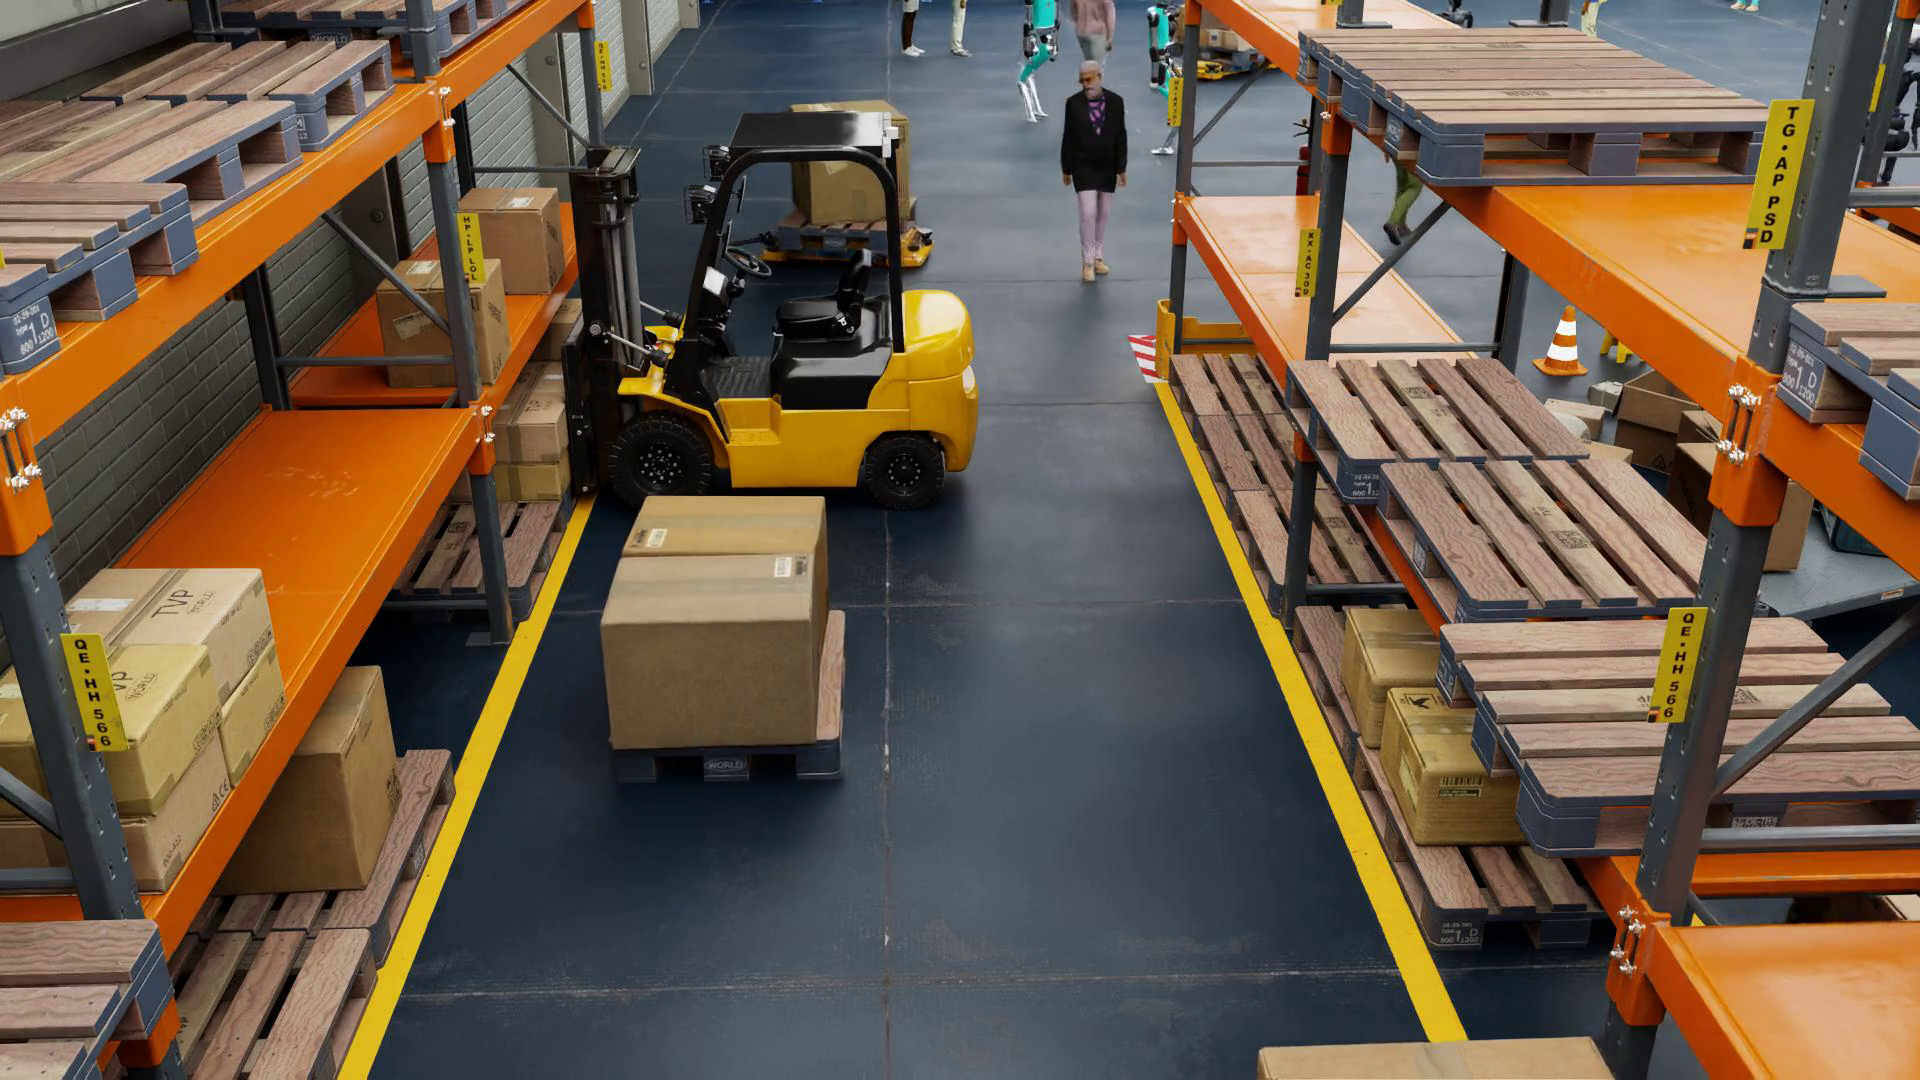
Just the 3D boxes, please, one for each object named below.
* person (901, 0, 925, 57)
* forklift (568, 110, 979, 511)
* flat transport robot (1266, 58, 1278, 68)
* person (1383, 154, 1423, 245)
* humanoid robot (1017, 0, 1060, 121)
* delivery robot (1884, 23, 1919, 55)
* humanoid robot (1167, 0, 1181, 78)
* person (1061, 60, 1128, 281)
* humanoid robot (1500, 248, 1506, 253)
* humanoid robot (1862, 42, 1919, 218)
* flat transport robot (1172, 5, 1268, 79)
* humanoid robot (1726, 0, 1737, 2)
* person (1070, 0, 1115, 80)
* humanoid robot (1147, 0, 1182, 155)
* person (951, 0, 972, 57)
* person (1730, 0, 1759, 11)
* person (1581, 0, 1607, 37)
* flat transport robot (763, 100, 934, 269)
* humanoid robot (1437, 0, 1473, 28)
[{"bbox_3d":[-0.738,-8.196,24.752,0.362,1.897,0.555,7,26,14],"label":"person"},{"bbox_3d":[-1.043,-1.379,9.976,2.313,2.155,1.214,-1,25,-2],"label":"forklift"},{"bbox_3d":[4.829,-7.102,24.343,1.431,0.231,0.659,-16,30,-30],"label":"flat transport robot"},{"bbox_3d":[4.052,-3.529,15.119,0.733,1.684,0.465,-23,34,-39],"label":"person"},{"bbox_3d":[0.872,-5.989,20.309,0.544,1.837,0.671,-17,30,-32],"label":"humanoid robot"},{"bbox_3d":[14.116,-7.565,24.960,0.747,0.570,0.499,-15,29,-29],"label":"delivery robot"},{"bbox_3d":[2.845,-7.117,22.731,0.404,1.637,0.584,12,28,24],"label":"humanoid robot"},{"bbox_3d":[1.163,-3.099,14.050,0.522,1.822,0.650,-6,26,-13],"label":"person"},{"bbox_3d":[5.375,-3.252,14.537,1.024,1.780,0.556,14,29,27],"label":"humanoid robot"},{"bbox_3d":[8.926,-3.951,16.017,0.390,1.641,0.601,-19,31,-35],"label":"humanoid robot"},{"bbox_3d":[3.749,-6.742,23.581,0.659,0.231,1.431,22,33,39],"label":"flat transport robot"},{"bbox_3d":[14.326,-10.583,30.069,0.546,1.646,0.597,17,30,32],"label":"humanoid robot"},{"bbox_3d":[1.615,-6.277,20.694,0.666,1.886,0.582,20,32,35],"label":"person"},{"bbox_3d":[2.383,-5.170,18.506,0.681,1.777,0.539,8,26,17],"label":"humanoid robot"},{"bbox_3d":[0.024,-8.101,24.733,0.348,1.743,0.571,-3,25,-6],"label":"person"},{"bbox_3d":[13.964,-10.263,29.116,0.371,1.913,0.488,-14,29,-28],"label":"person"},{"bbox_3d":[8.915,-7.567,23.447,0.400,1.886,0.507,11,28,23],"label":"person"},{"bbox_3d":[-0.992,-2.645,14.904,1.431,0.231,0.659,4,26,9],"label":"flat transport robot"},{"bbox_3d":[5.795,-5.739,19.823,0.606,1.641,0.557,-7,26,-14],"label":"humanoid robot"}]
